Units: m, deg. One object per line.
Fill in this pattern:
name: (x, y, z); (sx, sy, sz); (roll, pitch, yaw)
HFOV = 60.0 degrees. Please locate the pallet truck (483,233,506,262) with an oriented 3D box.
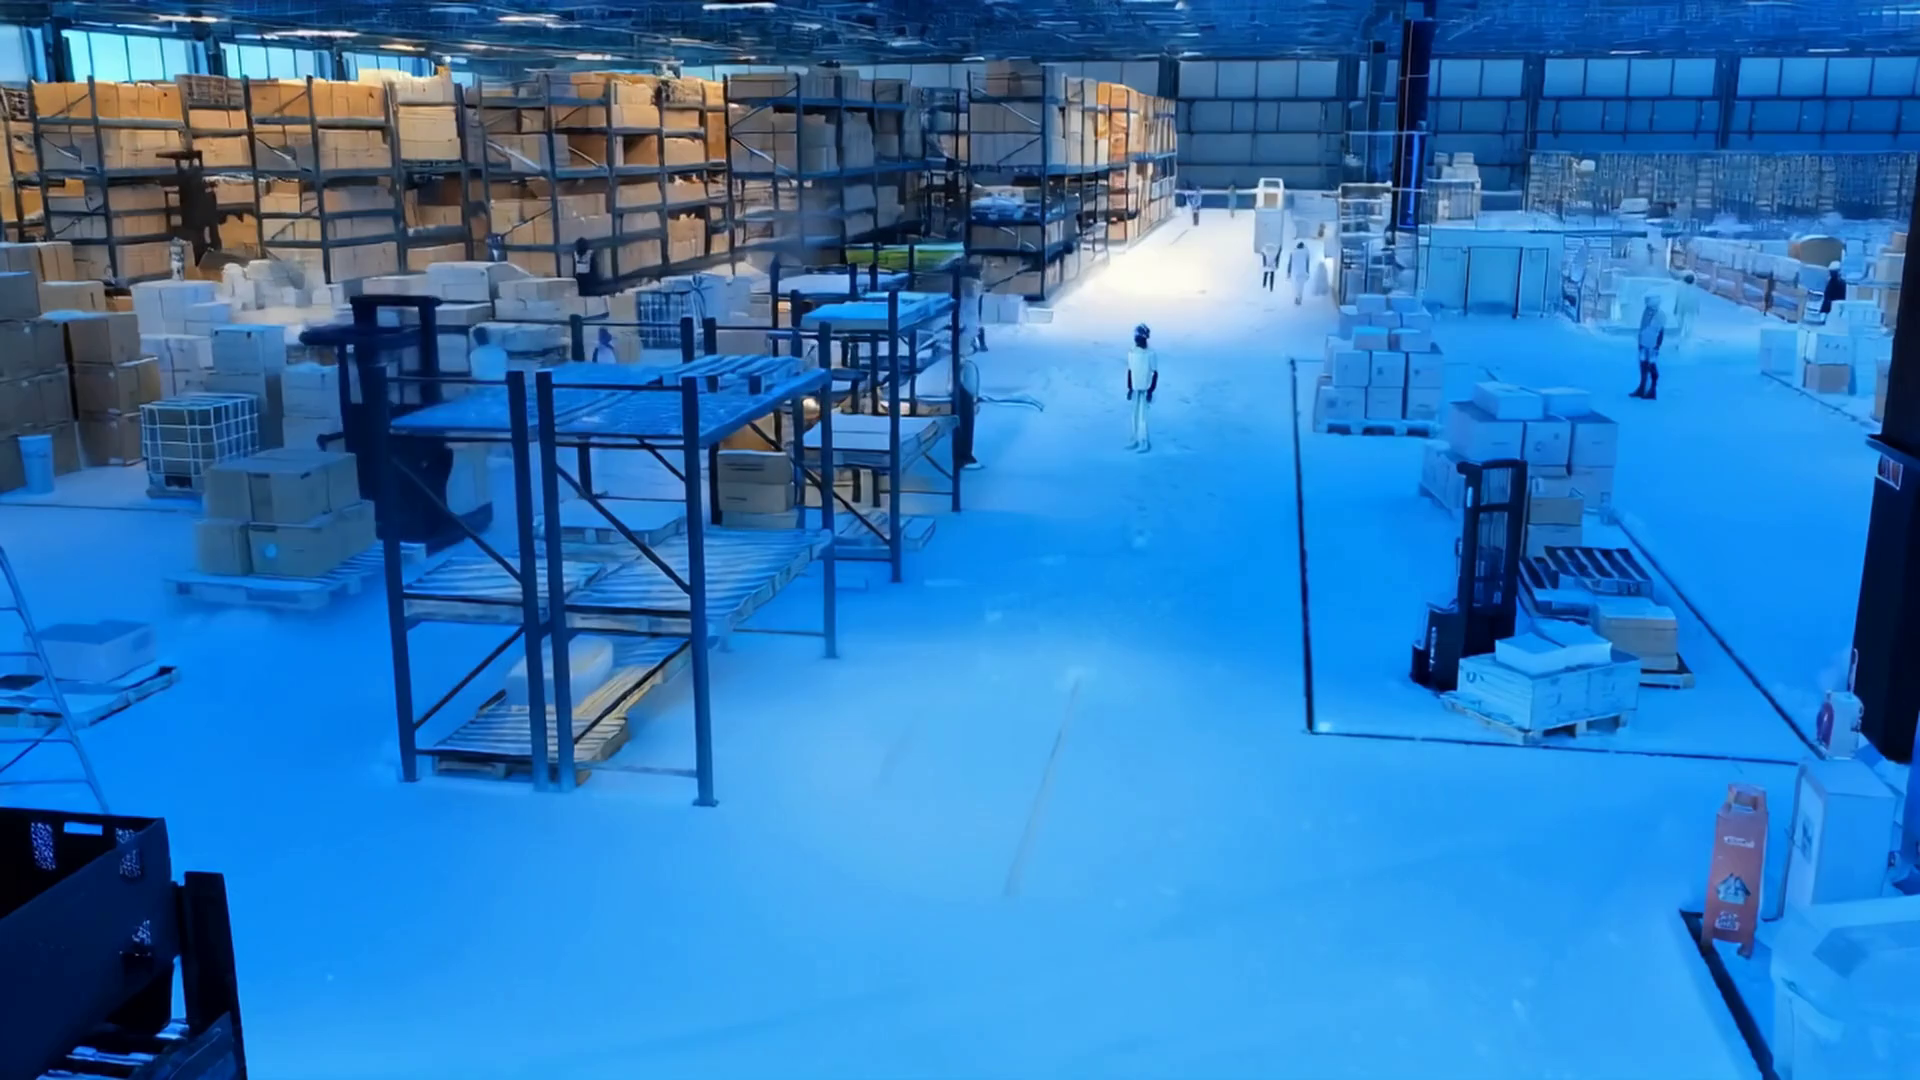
pallet truck: (-11.832, -7.026, 43.548); (1.885, 1.965, 0.823); (8, 16, 28)

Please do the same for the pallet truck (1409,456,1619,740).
pallet truck: (4.504, 0.400, 13.395); (0.823, 1.965, 1.885); (-6, 15, -23)

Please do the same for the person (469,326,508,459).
person: (-6.715, -2.101, 23.720); (0.546, 1.911, 0.654); (12, 18, 40)

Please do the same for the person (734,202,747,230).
person: (-8.181, -11.628, 62.143); (0.615, 2.038, 0.395); (-12, 18, -40)

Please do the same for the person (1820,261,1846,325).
person: (17.900, -4.722, 34.197); (0.381, 1.994, 0.622); (-1, 14, -4)

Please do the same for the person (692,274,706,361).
person: (-5.103, -4.303, 32.754); (0.329, 1.872, 0.507); (-5, 15, -19)

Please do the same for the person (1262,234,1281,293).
person: (9.011, -8.031, 48.270); (0.600, 1.690, 0.400); (-4, 14, -17)

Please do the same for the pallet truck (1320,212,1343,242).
pallet truck: (15.874, -13.227, 70.310); (0.680, 1.201, 1.601); (10, 17, 35)

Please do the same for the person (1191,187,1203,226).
person: (11.633, -16.375, 81.730); (0.549, 1.883, 0.985); (2, 14, 9)

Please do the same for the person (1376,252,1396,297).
person: (10.470, -6.289, 41.202); (0.558, 1.668, 0.706); (-13, 19, -43)

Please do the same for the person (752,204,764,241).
person: (-7.905, -12.258, 65.169); (0.461, 1.810, 0.615); (3, 14, 10)

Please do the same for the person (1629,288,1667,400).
person: (12.042, -3.430, 29.062); (0.354, 1.942, 0.545); (-4, 14, -17)

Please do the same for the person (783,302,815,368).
person: (-2.701, -3.246, 28.470); (0.850, 1.872, 0.626); (-5, 15, -20)

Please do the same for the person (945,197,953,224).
person: (-0.460, -15.005, 76.064); (0.366, 1.938, 0.630); (-8, 16, -29)

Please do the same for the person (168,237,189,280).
person: (-22.342, -7.838, 47.582); (0.522, 1.638, 0.311); (-5, 15, -20)

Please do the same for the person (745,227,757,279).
person: (-6.640, -9.097, 52.700); (0.497, 1.634, 0.278); (13, 19, 43)

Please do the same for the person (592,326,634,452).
person: (-5.021, -2.188, 24.220); (0.635, 1.840, 0.692); (-5, 15, -18)

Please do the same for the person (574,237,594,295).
person: (-9.900, -6.981, 43.588); (0.625, 1.880, 0.908); (4, 15, 18)

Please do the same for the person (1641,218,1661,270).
person: (23.276, -9.969, 56.061); (0.903, 1.718, 0.556); (-10, 17, -35)

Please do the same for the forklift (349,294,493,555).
forklift: (-6.245, -1.354, 18.702); (1.129, 2.768, 1.873); (3, 14, 13)

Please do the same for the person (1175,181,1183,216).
person: (11.841, -18.683, 91.087); (0.958, 1.908, 0.615); (5, 15, 19)

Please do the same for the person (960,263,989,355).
person: (0.230, -4.838, 34.813); (0.616, 1.928, 0.960); (12, 18, 40)

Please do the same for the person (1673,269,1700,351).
person: (15.360, -4.859, 35.268); (0.529, 1.753, 0.582); (13, 19, 43)

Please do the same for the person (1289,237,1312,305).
person: (9.116, -7.187, 44.571); (0.609, 1.812, 0.470); (1, 14, 4)

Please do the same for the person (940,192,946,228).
person: (-0.728, -14.689, 74.784); (0.375, 1.935, 0.551); (-3, 14, -12)

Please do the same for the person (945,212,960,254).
person: (-0.293, -10.661, 58.680); (0.644, 1.822, 0.559); (-8, 16, -29)

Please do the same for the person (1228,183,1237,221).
person: (14.224, -17.615, 86.648); (0.656, 1.947, 0.628); (-13, 19, -41)

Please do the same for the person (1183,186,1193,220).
person: (11.995, -17.772, 87.655); (0.522, 1.768, 0.312); (3, 14, 13)

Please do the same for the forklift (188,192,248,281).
forklift: (-22.115, -8.792, 48.897); (1.873, 2.768, 1.129); (3, 14, 10)

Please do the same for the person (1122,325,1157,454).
person: (2.628, -2.202, 24.215); (0.328, 1.876, 0.514); (-13, 19, -43)

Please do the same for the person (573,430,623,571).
person: (-3.733, -0.526, 17.330); (0.669, 1.901, 0.626); (5, 15, 19)

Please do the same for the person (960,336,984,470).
person: (0.099, -1.897, 23.035); (0.346, 1.847, 0.506); (-7, 16, -27)

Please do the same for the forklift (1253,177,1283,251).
forklift: (12.083, -12.747, 64.956); (1.129, 2.768, 1.873); (3, 14, 10)
